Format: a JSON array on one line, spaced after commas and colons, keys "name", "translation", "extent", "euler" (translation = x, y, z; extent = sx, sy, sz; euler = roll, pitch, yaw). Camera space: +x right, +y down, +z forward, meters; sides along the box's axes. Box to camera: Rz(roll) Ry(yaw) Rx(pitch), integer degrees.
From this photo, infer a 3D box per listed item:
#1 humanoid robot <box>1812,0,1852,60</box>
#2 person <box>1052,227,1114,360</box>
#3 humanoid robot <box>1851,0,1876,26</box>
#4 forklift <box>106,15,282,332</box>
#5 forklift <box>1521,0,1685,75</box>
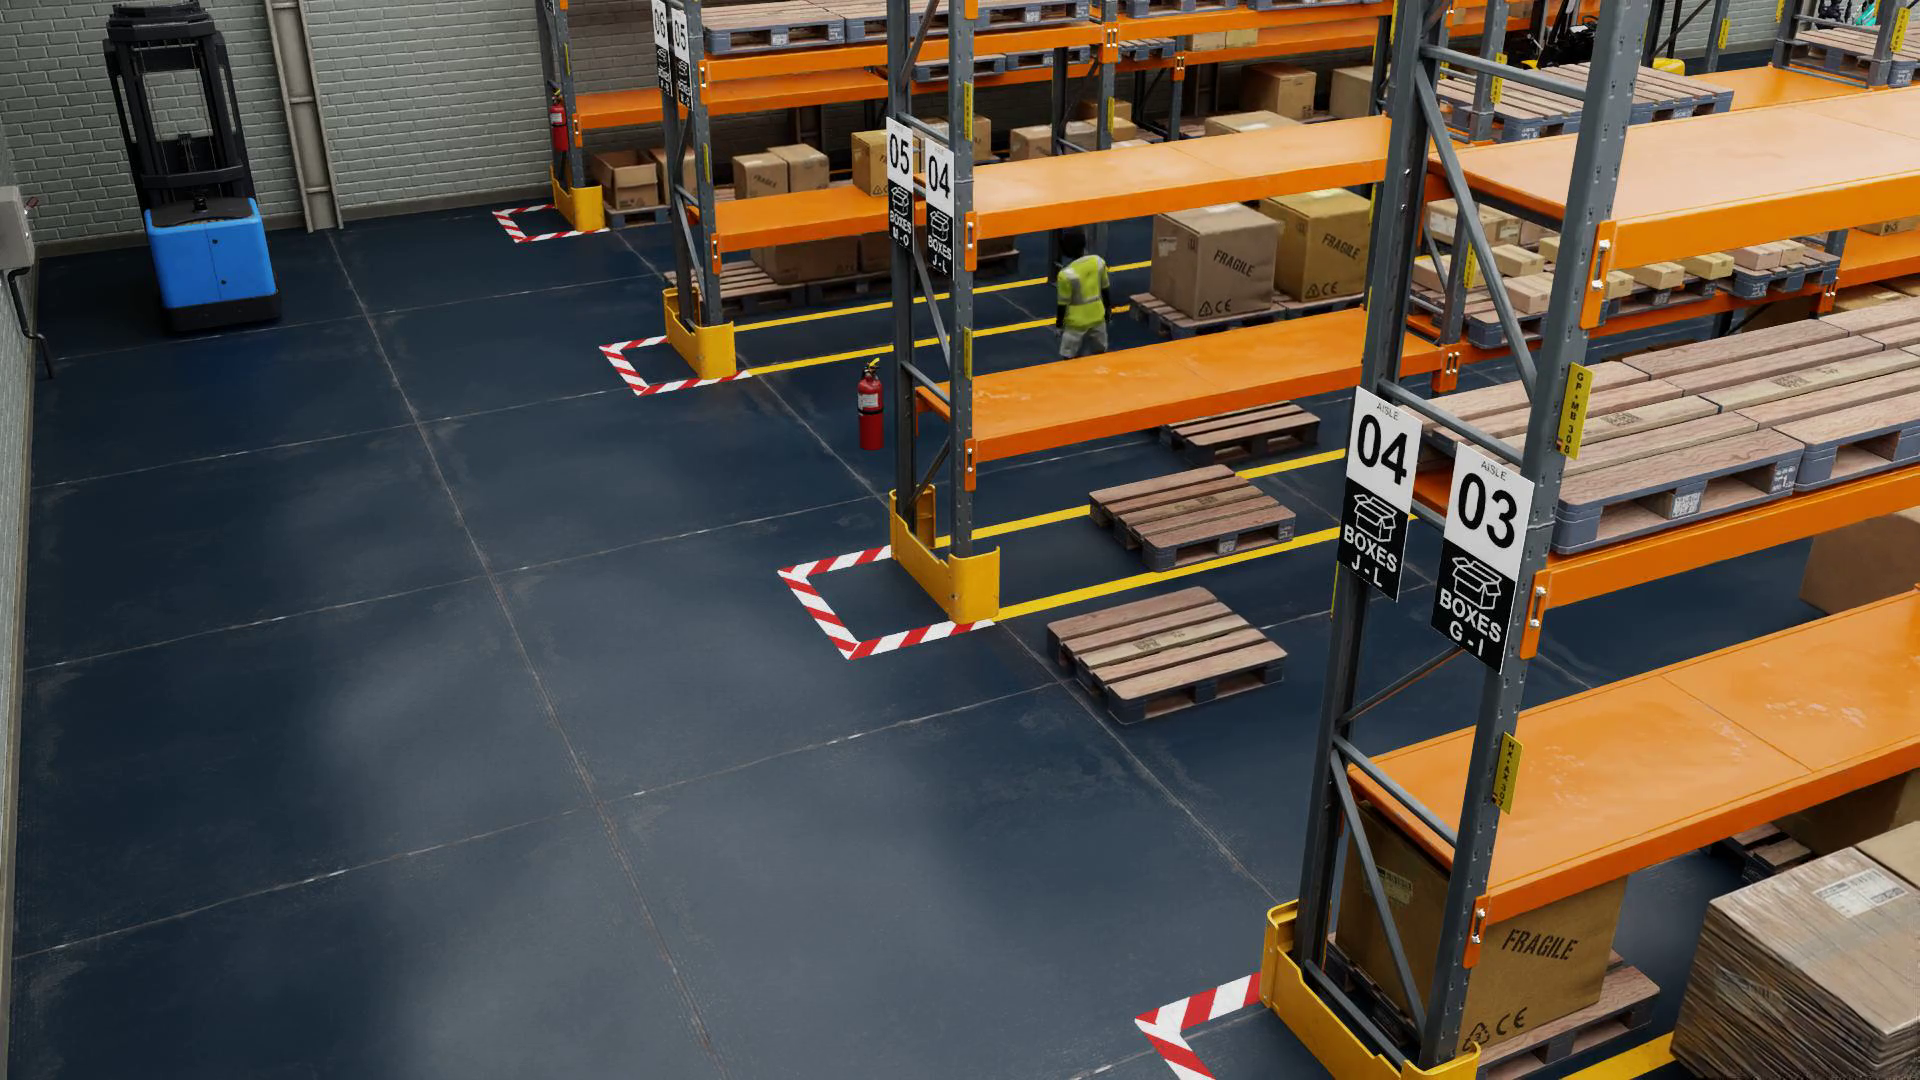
[{"name": "humanoid robot", "translation": [13.865, -8.303, 26.458], "extent": [0.315, 1.657, 0.599], "euler": [-12, 30, -22]}, {"name": "person", "translation": [1.097, -1.864, 14.150], "extent": [0.687, 1.661, 0.364], "euler": [-19, 33, -32]}, {"name": "humanoid robot", "translation": [14.727, -8.647, 26.923], "extent": [0.735, 1.677, 0.533], "euler": [-12, 30, -22]}, {"name": "forklift", "translation": [-7.548, -3.672, 16.323], "extent": [1.129, 2.768, 1.873], "euler": [-12, 30, -22]}, {"name": "forklift", "translation": [8.950, -6.807, 23.056], "extent": [1.214, 2.155, 2.313], "euler": [-12, 30, -22]}]
